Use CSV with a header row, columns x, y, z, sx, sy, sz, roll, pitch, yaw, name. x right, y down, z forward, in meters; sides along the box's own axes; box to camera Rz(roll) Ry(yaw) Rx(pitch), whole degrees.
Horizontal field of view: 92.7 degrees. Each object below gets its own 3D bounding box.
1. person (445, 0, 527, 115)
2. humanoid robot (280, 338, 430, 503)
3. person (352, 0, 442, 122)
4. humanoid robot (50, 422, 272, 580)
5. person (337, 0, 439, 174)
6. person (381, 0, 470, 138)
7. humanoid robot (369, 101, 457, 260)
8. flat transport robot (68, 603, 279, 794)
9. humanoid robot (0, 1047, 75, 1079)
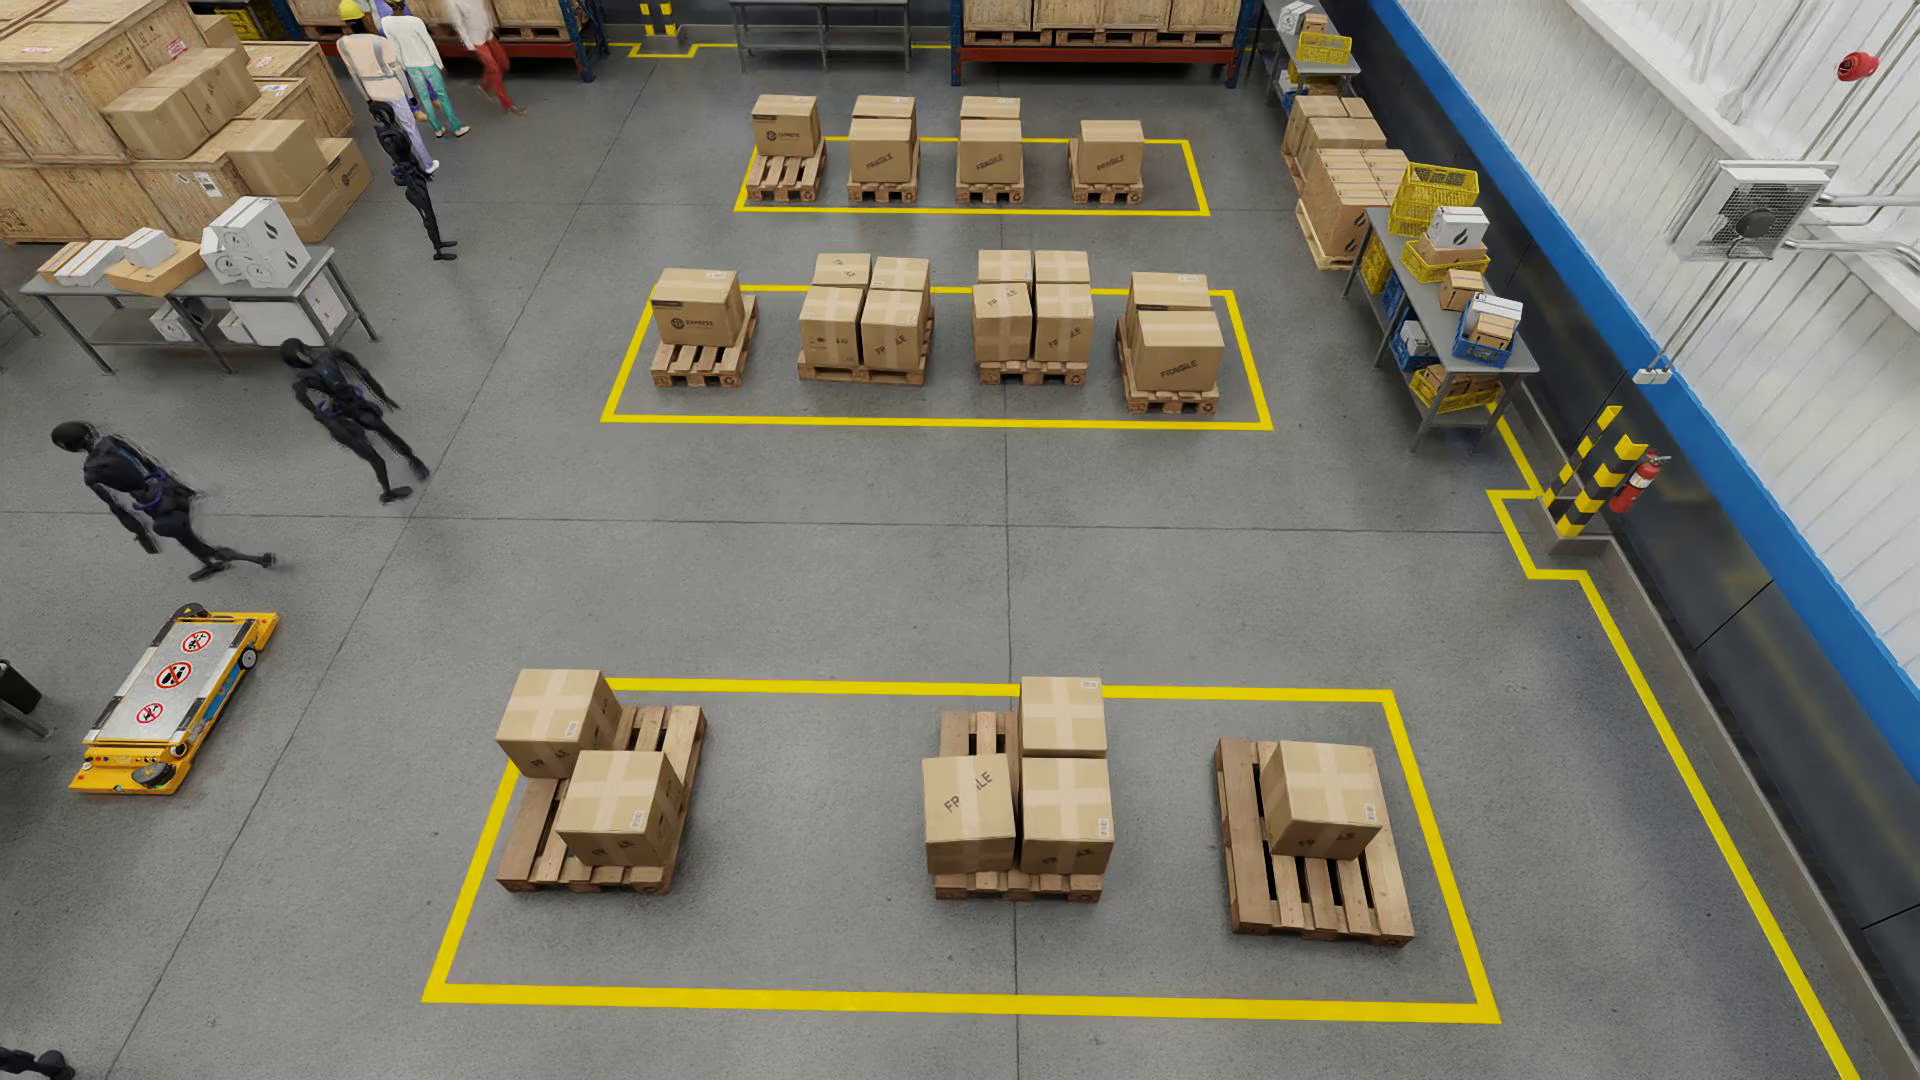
x,y,z,sx,sy,sz,roll,pitch,yaw,name
-6.149,-6.405,11.673,0.540,1.969,0.638,8,50,6,person
-4.765,-0.985,7.292,0.419,1.621,0.613,16,52,13,humanoid robot
-7.152,-6.460,11.674,0.537,2.000,0.680,17,52,14,person
-5.754,-0.269,6.679,0.624,1.627,0.585,-18,52,-14,humanoid robot
-6.718,-5.258,10.739,0.586,1.918,0.399,-5,50,-4,person
-6.694,-5.924,11.398,0.531,1.766,0.323,-1,50,-1,person
-5.730,-3.774,9.629,0.313,1.656,0.614,-13,51,-11,humanoid robot
-5.504,1.072,6.442,0.652,0.197,1.431,1,50,1,flat transport robot
-5.057,2.470,4.353,0.318,1.652,0.575,17,52,14,humanoid robot
